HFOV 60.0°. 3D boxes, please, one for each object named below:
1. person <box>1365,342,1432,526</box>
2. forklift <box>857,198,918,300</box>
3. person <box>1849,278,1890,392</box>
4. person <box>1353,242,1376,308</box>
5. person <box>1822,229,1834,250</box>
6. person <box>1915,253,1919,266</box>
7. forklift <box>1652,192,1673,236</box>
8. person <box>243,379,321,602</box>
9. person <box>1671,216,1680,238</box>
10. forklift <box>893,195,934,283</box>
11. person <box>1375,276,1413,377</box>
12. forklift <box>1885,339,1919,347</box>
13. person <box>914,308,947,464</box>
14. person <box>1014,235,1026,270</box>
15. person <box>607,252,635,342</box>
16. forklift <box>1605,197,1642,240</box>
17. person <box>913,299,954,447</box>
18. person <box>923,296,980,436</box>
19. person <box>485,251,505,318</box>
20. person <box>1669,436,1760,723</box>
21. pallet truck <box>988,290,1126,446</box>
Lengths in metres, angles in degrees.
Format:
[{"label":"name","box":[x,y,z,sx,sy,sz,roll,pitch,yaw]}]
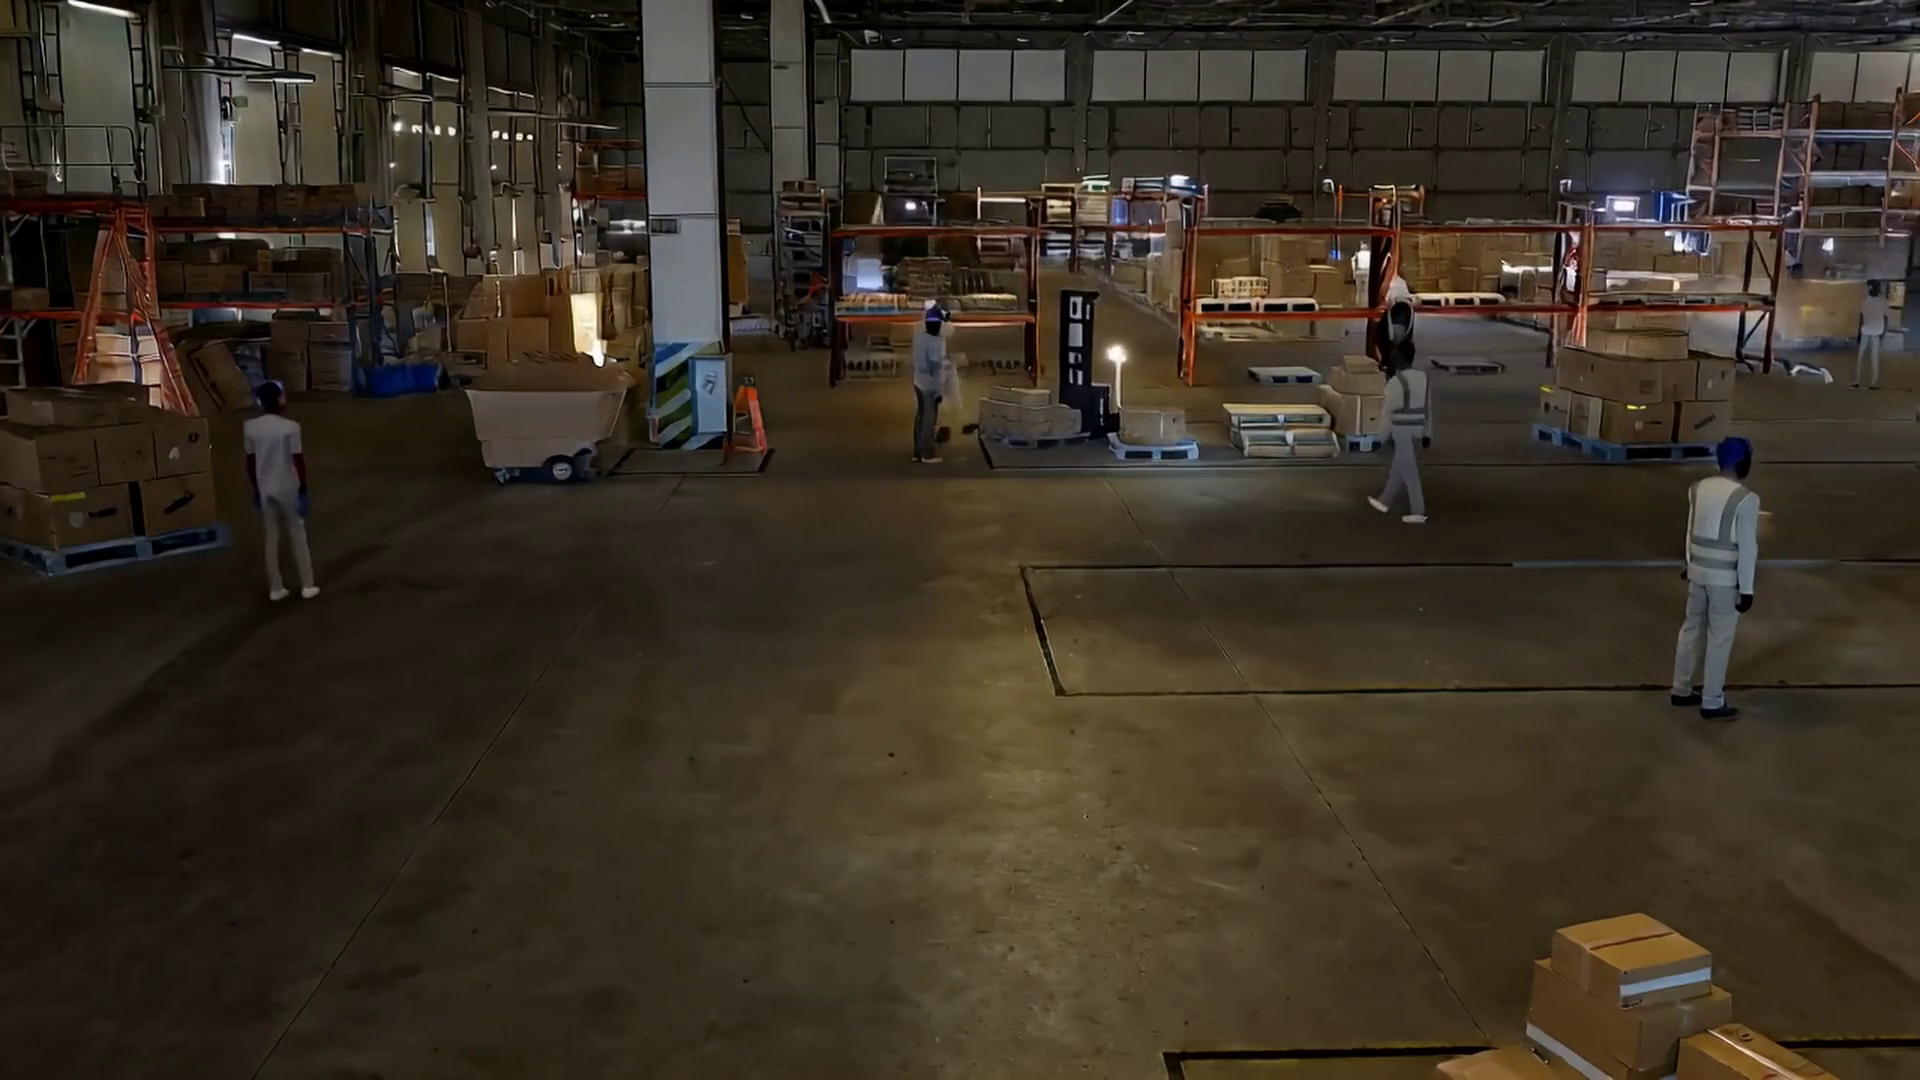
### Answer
[{"label":"person","box":[4.473,-1.105,17.050,0.598,1.843,0.956,-9,15,-35]},{"label":"forklift","box":[-1.871,-8.199,46.740,1.873,2.768,1.129,5,13,22]},{"label":"person","box":[14.920,-3.362,27.233,0.333,1.860,0.528,-6,14,-25]},{"label":"person","box":[10.059,-6.461,41.276,0.620,1.837,0.429,8,15,31]},{"label":"person","box":[28.393,-9.314,54.470,0.316,1.696,0.540,11,17,41]},{"label":"person","box":[23.109,-6.226,40.026,0.641,1.926,0.563,-5,13,-22]},{"label":"forklift","box":[25.355,-11.205,60.311,1.873,2.768,1.129,0,12,-2]},{"label":"person","box":[-5.686,-0.412,13.899,0.551,1.865,0.387,0,12,0]},{"label":"person","box":[26.633,-11.136,62.147,0.373,1.934,0.551,4,13,19]},{"label":"forklift","box":[-1.507,-9.369,52.021,1.129,2.768,1.873,-10,16,-38]},{"label":"person","box":[6.423,-2.886,24.664,0.539,2.000,0.688,4,13,19]},{"label":"forklift","box":[20.040,-5.374,33.986,1.873,2.768,1.129,0,12,-2]},{"label":"person","box":[-0.359,-1.893,20.460,0.391,1.922,0.585,-7,14,-28]},{"label":"person","box":[2.133,-9.988,57.611,0.541,1.637,0.903,4,13,16]},{"label":"person","box":[-7.035,-5.015,34.559,0.585,1.917,0.382,1,13,3]},{"label":"forklift","box":[19.107,-8.511,48.149,1.129,2.768,1.873,0,12,-2]},{"label":"person","box":[-0.361,-2.165,21.678,0.631,1.920,0.441,-11,17,-42]},{"label":"person","box":[-0.171,-2.323,22.446,0.942,1.896,0.653,9,15,36]},{"label":"person","box":[-11.467,-6.269,40.875,0.522,1.631,0.323,10,16,38]},{"label":"person","box":[4.956,0.252,10.885,0.353,1.877,0.573,-4,13,-18]},{"label":"pallet truck","box":[1.257,-2.299,22.111,1.885,1.965,0.823,-9,15,-35]}]
